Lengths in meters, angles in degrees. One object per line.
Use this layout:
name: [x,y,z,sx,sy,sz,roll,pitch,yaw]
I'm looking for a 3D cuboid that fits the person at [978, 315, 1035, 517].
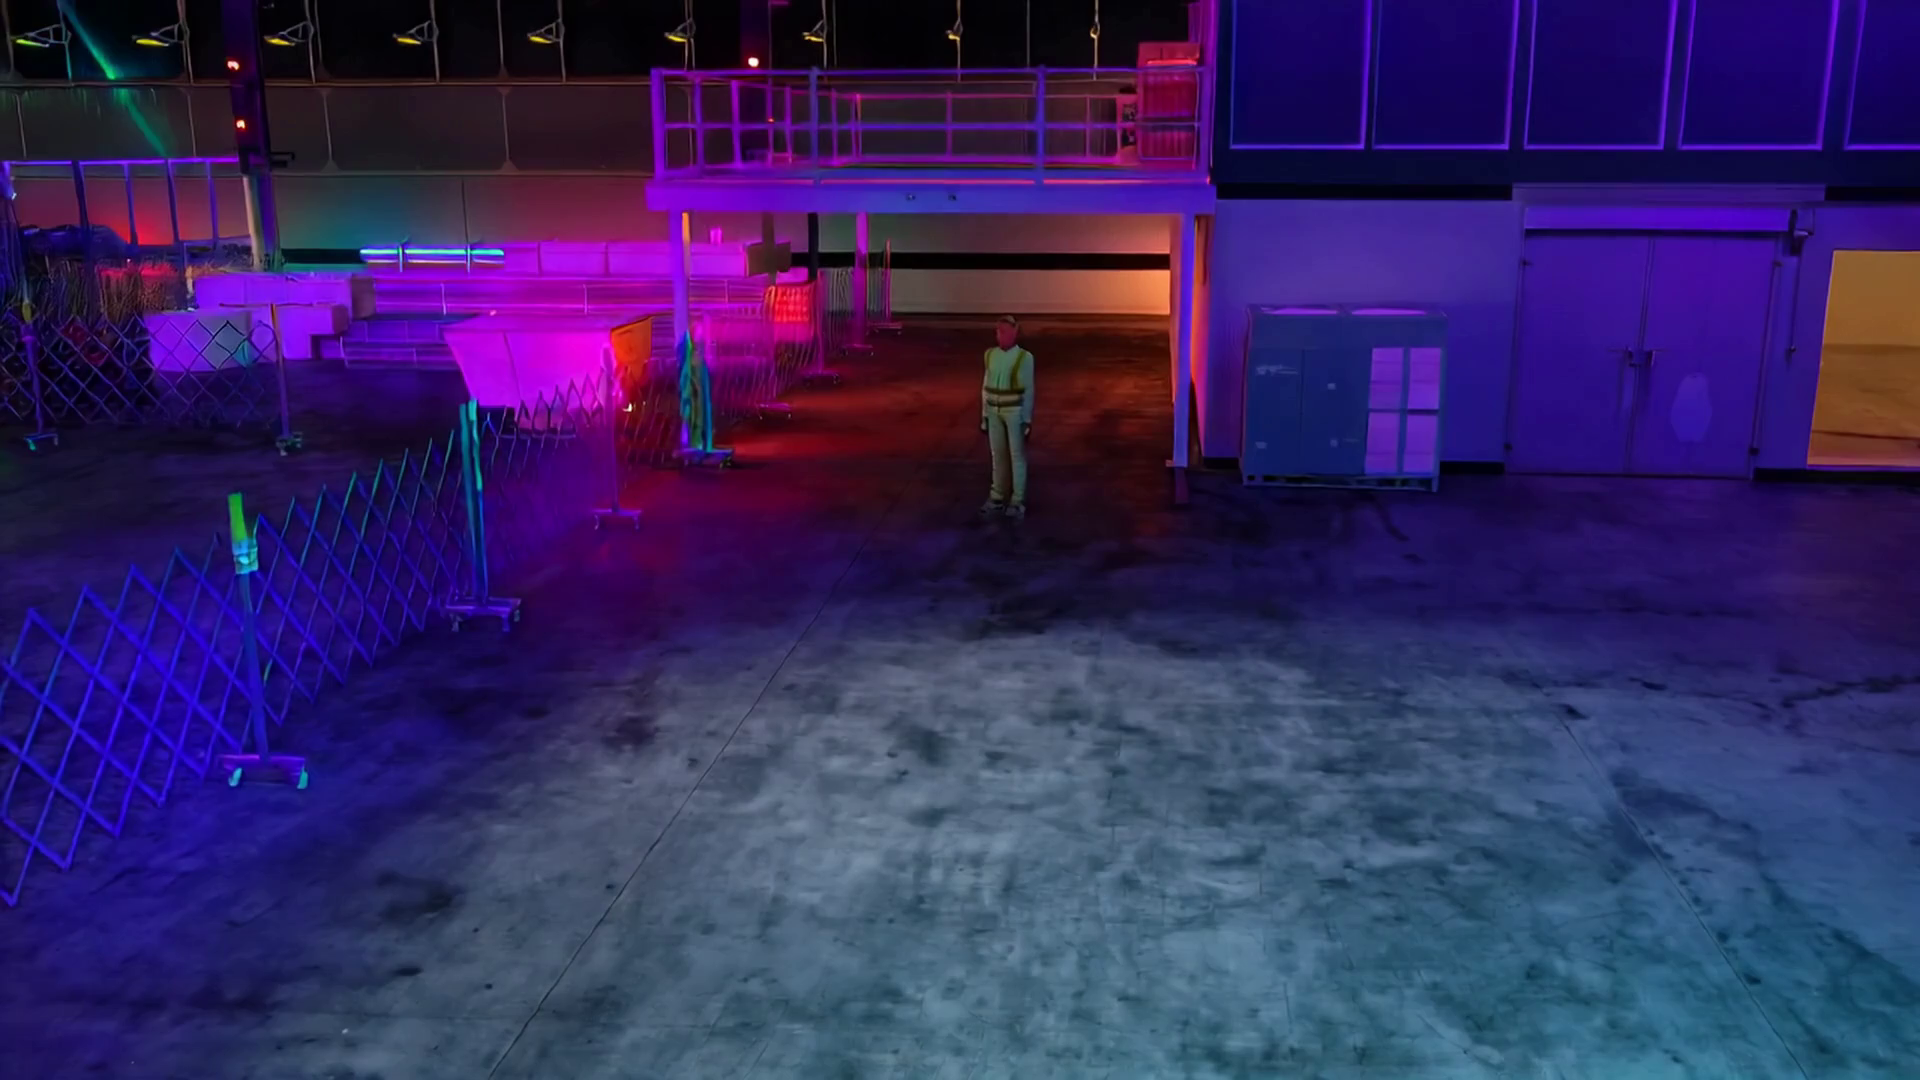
person: [0.434,-1.166,15.634,0.575,1.885,0.355,11,18,38]
